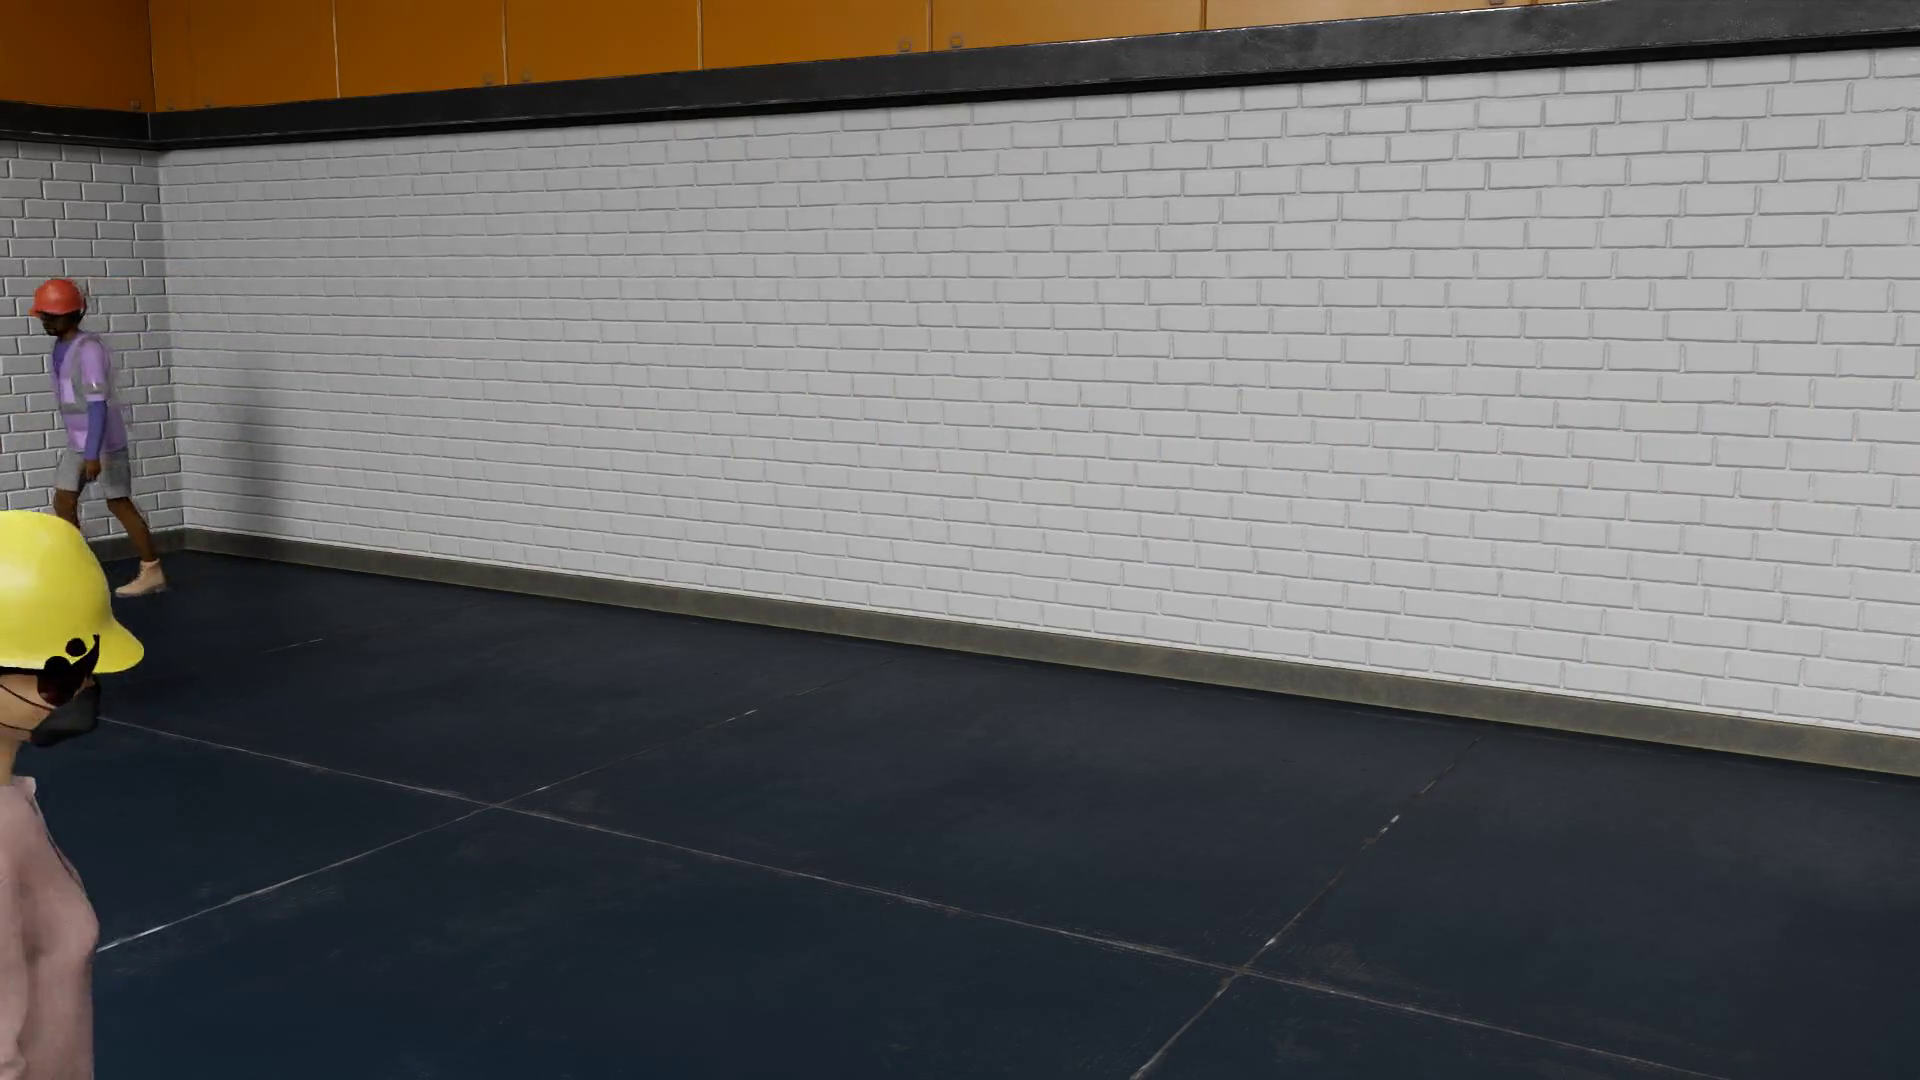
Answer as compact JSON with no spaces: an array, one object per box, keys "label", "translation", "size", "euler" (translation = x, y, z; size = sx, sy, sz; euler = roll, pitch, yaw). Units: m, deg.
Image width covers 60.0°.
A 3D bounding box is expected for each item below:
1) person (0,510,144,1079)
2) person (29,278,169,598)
[{"label":"person","translation":[-1.172,0.825,2.077],"size":[0.416,1.737,0.552],"euler":[-6,11,-33]},{"label":"person","translation":[-5.332,-0.590,10.144],"size":[0.628,1.984,0.936],"euler":[7,11,36]}]
